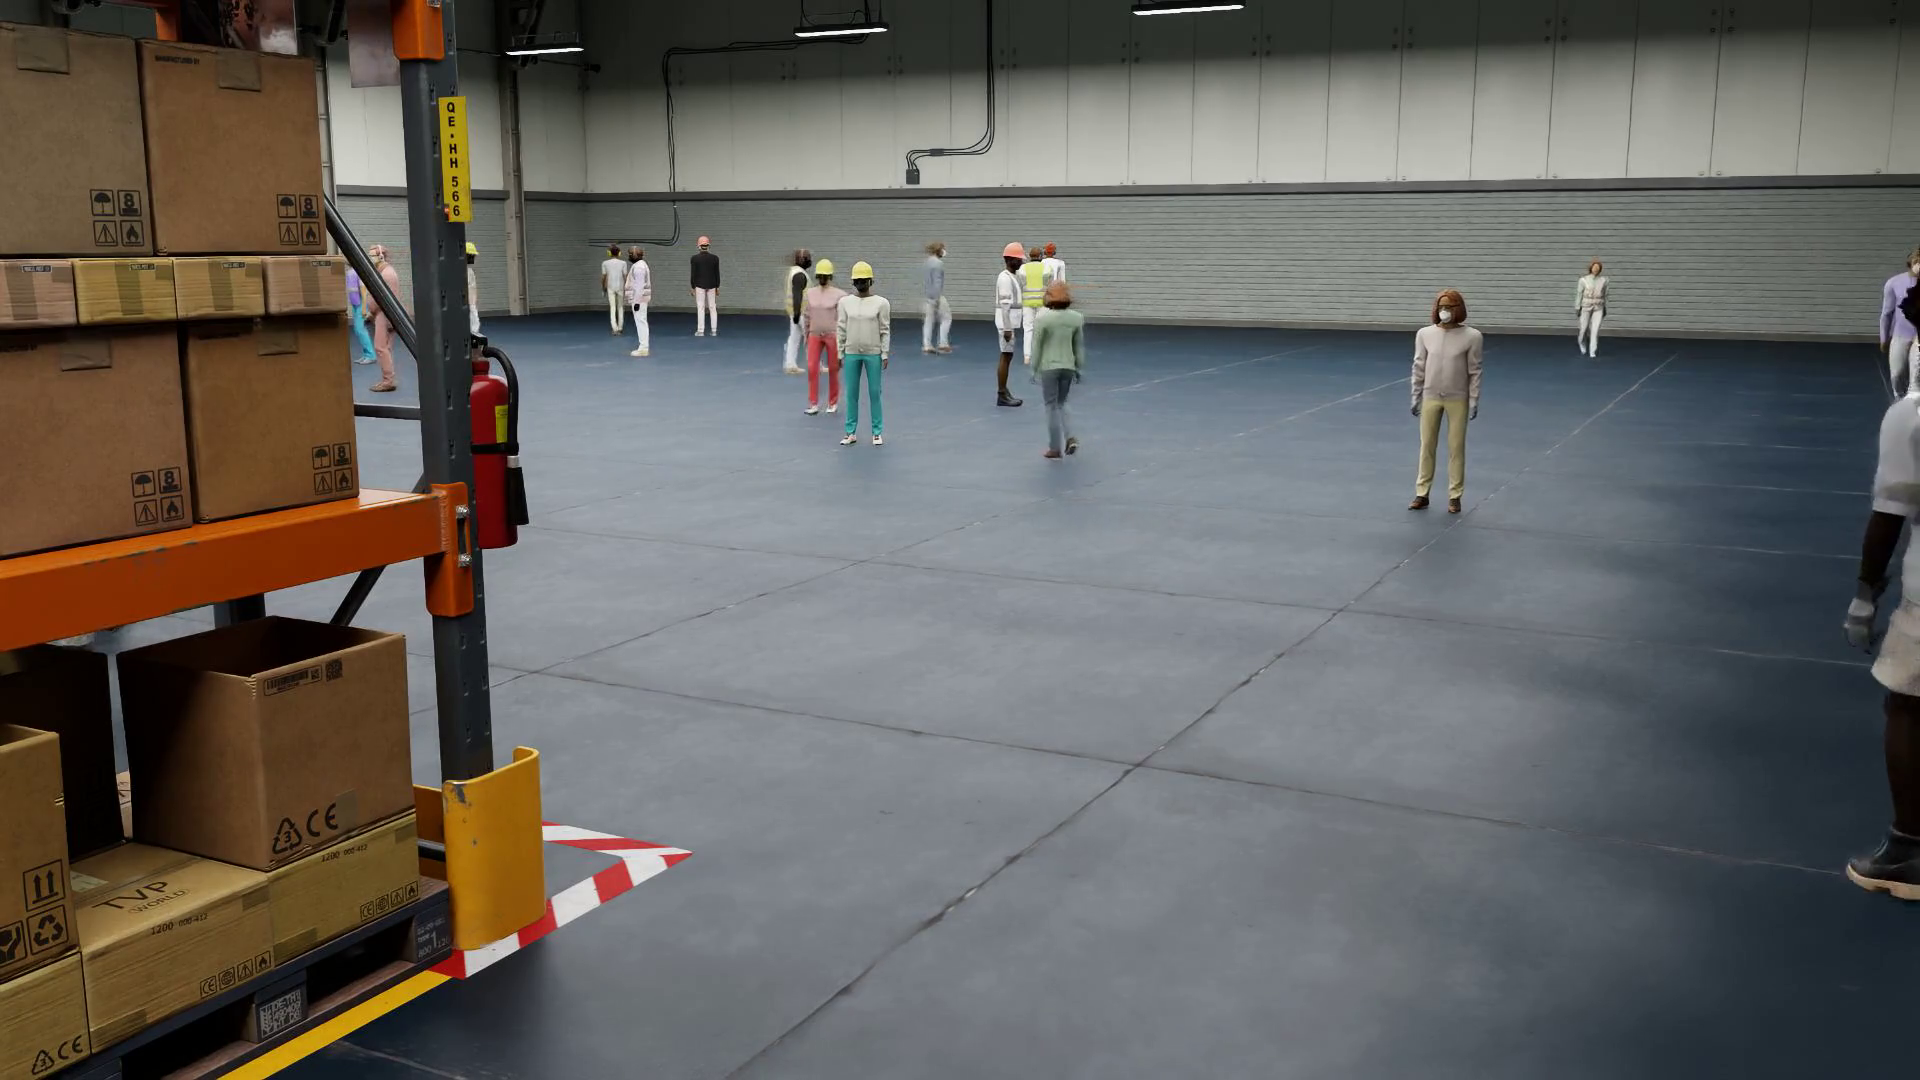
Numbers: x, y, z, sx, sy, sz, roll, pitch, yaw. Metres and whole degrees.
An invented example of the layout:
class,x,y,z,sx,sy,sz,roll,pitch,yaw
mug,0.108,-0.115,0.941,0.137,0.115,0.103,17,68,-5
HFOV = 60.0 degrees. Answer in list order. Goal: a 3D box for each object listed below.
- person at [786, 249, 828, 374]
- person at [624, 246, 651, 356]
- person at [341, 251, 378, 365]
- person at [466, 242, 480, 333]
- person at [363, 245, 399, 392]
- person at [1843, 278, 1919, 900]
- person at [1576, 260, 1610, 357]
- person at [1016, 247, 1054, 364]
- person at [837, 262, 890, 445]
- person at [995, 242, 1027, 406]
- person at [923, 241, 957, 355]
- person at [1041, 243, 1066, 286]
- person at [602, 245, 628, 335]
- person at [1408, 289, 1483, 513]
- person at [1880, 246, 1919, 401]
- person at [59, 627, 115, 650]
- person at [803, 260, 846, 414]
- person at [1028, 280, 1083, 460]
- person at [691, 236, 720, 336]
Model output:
class,x,y,z,sx,sy,sz,roll,pitch,yaw
person,-2.208,-3.329,24.323,0.791,1.814,0.631,-2,11,-11
person,-5.413,-4.011,27.962,0.429,1.841,0.633,-1,10,-5
person,-9.452,-3.666,26.171,0.445,1.818,0.586,-8,13,-38
person,-8.206,-3.957,27.496,0.686,1.904,0.594,-5,11,-24
person,-7.524,-2.884,21.674,0.424,1.901,0.677,-5,11,-24
person,3.056,0.158,5.011,0.648,1.939,0.399,1,10,7
person,10.571,-3.872,27.833,0.513,1.619,0.633,2,11,12
person,1.201,-3.681,26.181,0.621,1.838,0.429,2,11,10
person,-0.936,-1.795,16.083,0.525,1.769,0.311,1,10,8
person,0.610,-2.559,19.786,0.375,1.934,0.547,2,11,8
person,-0.312,-4.077,28.102,0.700,1.917,0.662,-3,11,-16
person,1.618,-4.414,30.047,0.575,1.883,0.355,-1,10,-3
person,-7.014,-5.081,33.864,0.512,1.826,0.922,-3,11,-16
person,3.556,-1.014,12.183,0.501,1.632,0.280,6,12,30
person,10.151,-2.163,17.697,0.642,1.921,0.668,8,13,36
person,-4.295,-0.321,7.956,0.608,1.800,0.712,2,11,9
person,-1.541,-2.272,18.735,0.543,1.733,0.795,2,11,11
person,0.860,-1.531,15.053,0.500,1.620,0.343,-6,12,-29
person,-5.132,-5.100,33.479,0.622,1.994,0.381,-6,12,-29
